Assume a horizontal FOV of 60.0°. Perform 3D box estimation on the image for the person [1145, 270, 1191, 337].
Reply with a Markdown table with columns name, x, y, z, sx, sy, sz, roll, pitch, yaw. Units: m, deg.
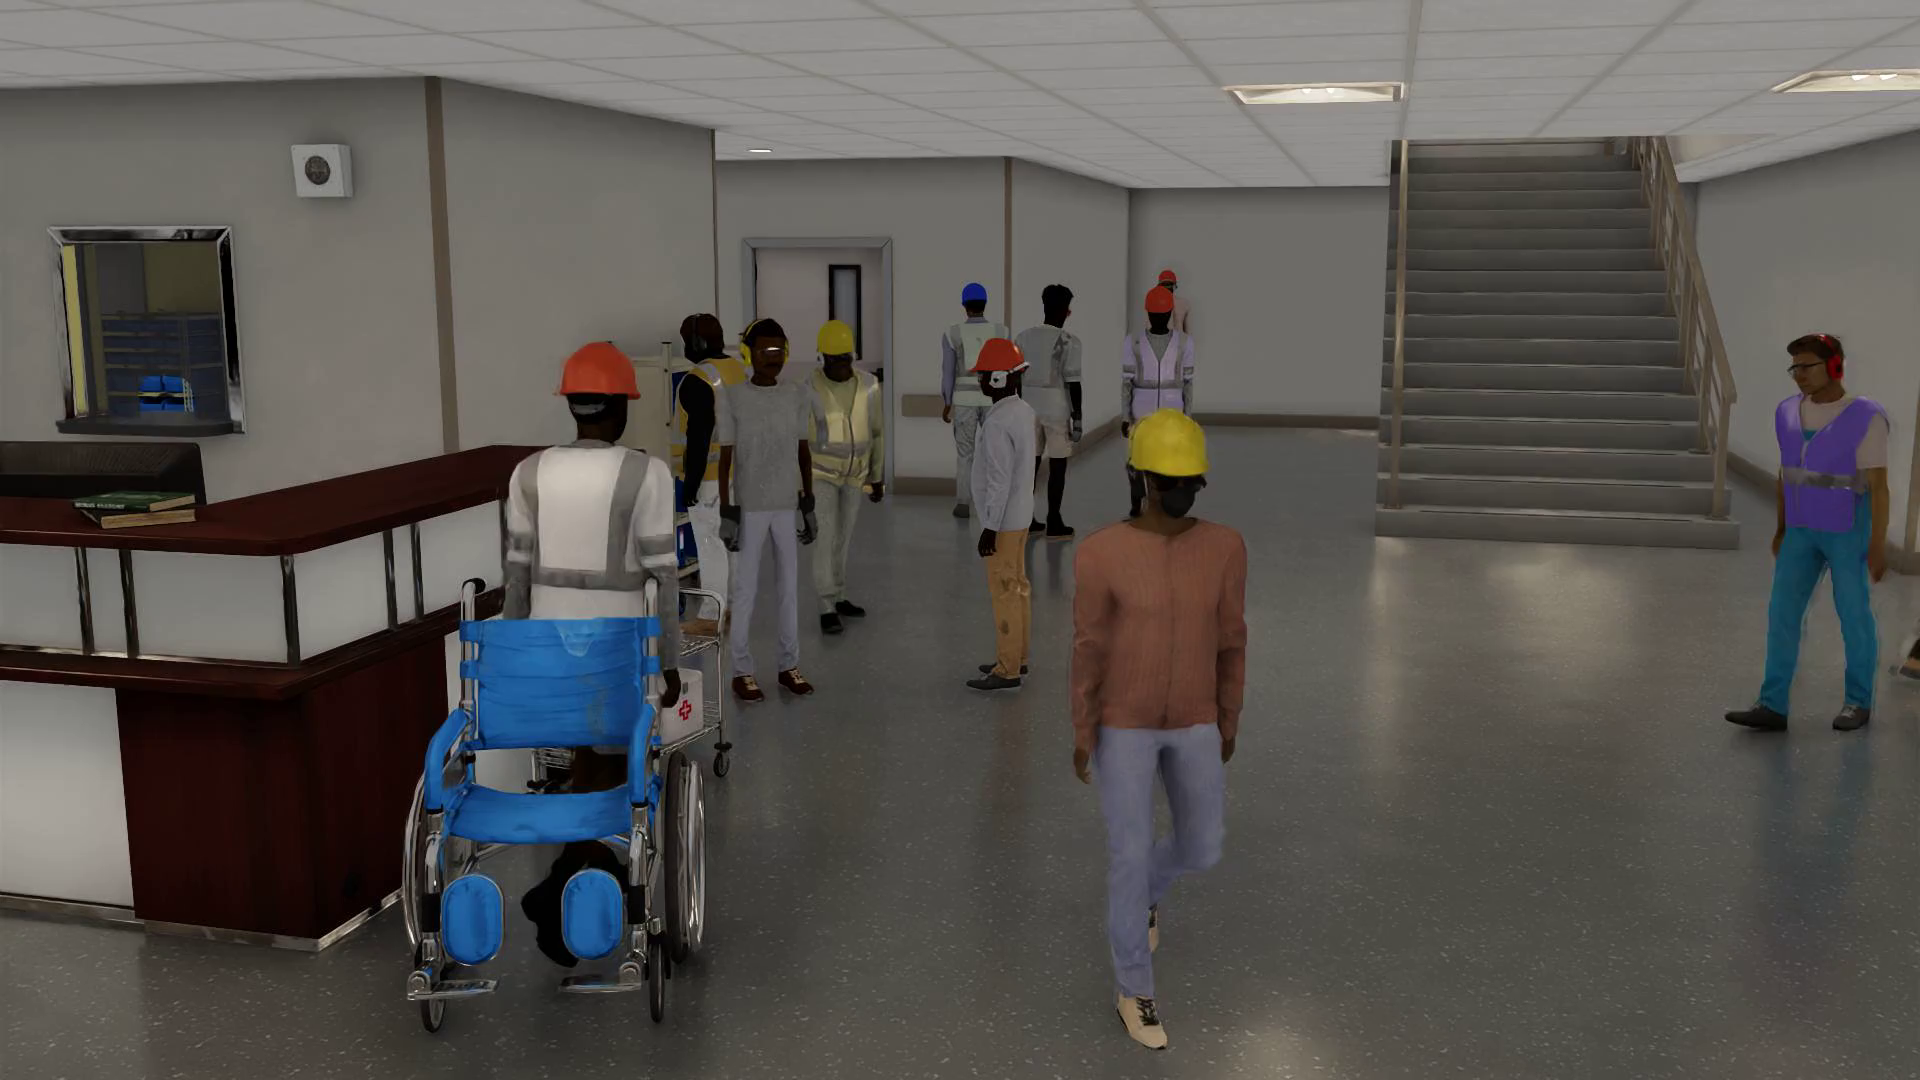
| name | x | y | z | sx | sy | sz | roll | pitch | yaw |
| --- | --- | --- | --- | --- | --- | --- | --- | --- | --- |
| person | 2.600 | -2.386 | 20.903 | 0.613 | 1.991 | 0.392 | -2 | 10 | -13 |

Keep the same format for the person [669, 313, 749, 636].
| name | x | y | z | sx | sy | sz | roll | pitch | yaw |
| --- | --- | --- | --- | --- | --- | --- | --- | --- | --- |
| person | -1.438 | -0.371 | 9.509 | 0.429 | 1.838 | 0.621 | 3 | 10 | 15 |

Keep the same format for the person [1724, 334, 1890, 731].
| name | x | y | z | sx | sy | sz | roll | pitch | yaw |
| --- | --- | --- | --- | --- | --- | --- | --- | --- | --- |
| person | 3.858 | -0.013 | 7.475 | 0.869 | 1.794 | 0.722 | -4 | 10 | -22 |

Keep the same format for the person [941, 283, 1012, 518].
| name | x | y | z | sx | sy | sz | roll | pitch | yaw |
| --- | --- | --- | --- | --- | --- | --- | --- | --- | --- |
| person | 0.144 | -1.147 | 13.759 | 0.602 | 1.940 | 0.403 | -1 | 10 | -7 |

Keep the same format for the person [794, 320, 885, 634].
| name | x | y | z | sx | sy | sz | roll | pitch | yaw |
| --- | --- | --- | --- | --- | --- | --- | --- | --- | --- |
| person | -0.717 | -0.374 | 9.671 | 0.602 | 1.795 | 0.624 | -7 | 12 | -34 |

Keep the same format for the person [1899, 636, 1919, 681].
| name | x | y | z | sx | sy | sz | roll | pitch | yaw |
| --- | --- | --- | --- | --- | --- | --- | --- | --- | --- |
| person | 5.157 | -0.110 | 8.096 | 0.971 | 1.799 | 0.523 | 3 | 10 | 17 |

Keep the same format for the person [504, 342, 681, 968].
| name | x | y | z | sx | sy | sz | roll | pitch | yaw |
| --- | --- | --- | --- | --- | --- | --- | --- | --- | --- |
| person | -1.192 | 0.344 | 5.168 | 0.559 | 1.900 | 0.881 | 2 | 10 | 14 |

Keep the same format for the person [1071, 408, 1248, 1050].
| name | x | y | z | sx | sy | sz | roll | pitch | yaw |
| --- | --- | --- | --- | --- | --- | --- | --- | --- | --- |
| person | 0.534 | 0.493 | 4.691 | 0.529 | 1.755 | 0.549 | -3 | 10 | -15 |

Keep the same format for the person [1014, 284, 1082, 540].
| name | x | y | z | sx | sy | sz | roll | pitch | yaw |
| --- | --- | --- | --- | --- | --- | --- | --- | --- | --- |
| person | 0.684 | -0.975 | 12.718 | 0.617 | 1.953 | 0.383 | 8 | 12 | 38 |

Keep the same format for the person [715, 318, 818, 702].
| name | x | y | z | sx | sy | sz | roll | pitch | yaw |
| --- | --- | --- | --- | --- | --- | --- | --- | --- | --- |
| person | -0.933 | -0.145 | 8.103 | 0.512 | 1.862 | 0.324 | -5 | 11 | -29 |

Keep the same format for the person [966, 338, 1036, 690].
| name | x | y | z | sx | sy | sz | roll | pitch | yaw |
| --- | --- | --- | --- | --- | --- | --- | --- | --- | --- |
| person | 0.202 | -0.127 | 8.304 | 0.325 | 1.752 | 0.559 | 2 | 10 | 14 |

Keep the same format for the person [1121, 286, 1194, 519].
| name | x | y | z | sx | sy | sz | roll | pitch | yaw |
| --- | --- | --- | --- | --- | --- | --- | --- | --- | --- |
| person | 1.505 | -0.962 | 12.688 | 0.552 | 1.932 | 0.377 | 1 | 10 | 4 |
